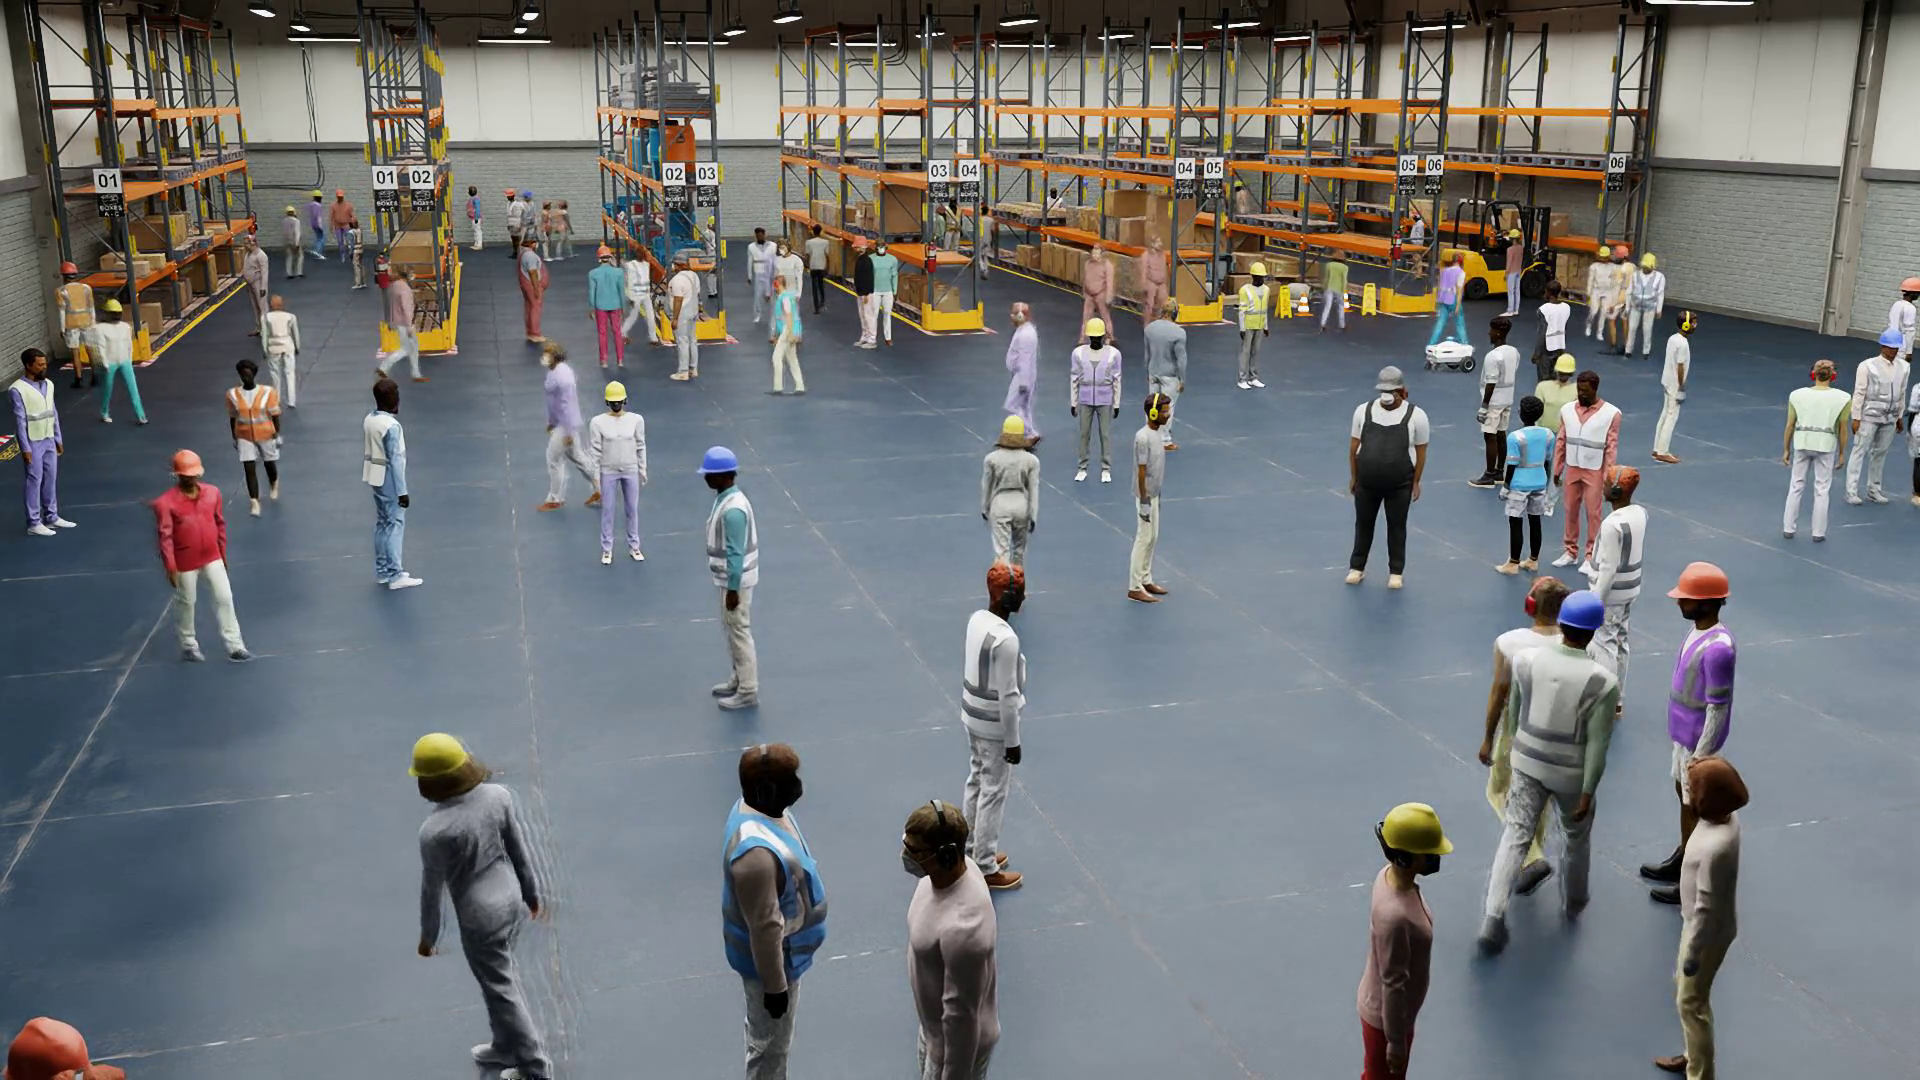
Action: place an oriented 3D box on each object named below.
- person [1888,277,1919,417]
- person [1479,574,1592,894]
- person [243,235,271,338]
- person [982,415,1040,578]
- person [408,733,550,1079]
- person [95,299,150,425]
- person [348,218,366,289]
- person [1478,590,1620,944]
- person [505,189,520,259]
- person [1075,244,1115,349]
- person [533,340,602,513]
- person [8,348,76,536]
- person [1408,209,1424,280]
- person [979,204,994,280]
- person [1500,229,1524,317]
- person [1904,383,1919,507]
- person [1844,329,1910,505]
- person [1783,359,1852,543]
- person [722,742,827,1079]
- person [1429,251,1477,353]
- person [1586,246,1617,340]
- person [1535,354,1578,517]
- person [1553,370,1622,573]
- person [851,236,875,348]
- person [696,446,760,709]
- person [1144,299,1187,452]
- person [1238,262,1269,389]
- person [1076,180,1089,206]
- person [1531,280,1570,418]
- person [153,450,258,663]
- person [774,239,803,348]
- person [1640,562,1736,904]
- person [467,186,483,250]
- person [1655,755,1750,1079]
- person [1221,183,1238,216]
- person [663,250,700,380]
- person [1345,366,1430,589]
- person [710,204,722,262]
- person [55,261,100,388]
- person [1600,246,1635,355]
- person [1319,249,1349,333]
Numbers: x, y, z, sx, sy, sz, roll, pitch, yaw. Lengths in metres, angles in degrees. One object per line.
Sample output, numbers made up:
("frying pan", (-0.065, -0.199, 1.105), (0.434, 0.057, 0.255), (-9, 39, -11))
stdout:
("person", (13.221, -2.709, 23.326), (0.356, 1.936, 0.551), (1, 15, 3))
("person", (3.193, 1.098, 9.215), (0.585, 1.826, 0.530), (-3, 15, -11))
("person", (-13.105, -4.716, 30.957), (0.639, 1.902, 0.406), (14, 20, 42))
("person", (0.443, -0.251, 14.539), (0.489, 1.697, 0.904), (-1, 15, -5))
("person", (-2.116, 1.654, 7.354), (0.587, 1.691, 0.512), (7, 16, 24))
("person", (-11.515, -2.425, 22.682), (0.941, 1.720, 0.527), (12, 19, 38))
("person", (-14.152, -6.716, 38.978), (0.306, 1.640, 0.523), (1, 15, 6))
("person", (3.109, 1.193, 8.742), (0.596, 1.904, 1.012), (11, 19, 36))
("person", (-12.394, -8.758, 46.120), (0.384, 1.929, 0.547), (-13, 20, -40))
("person", (2.457, -4.336, 29.632), (0.693, 1.860, 0.894), (13, 20, 41))
("person", (-4.189, -1.229, 17.855), (0.826, 1.892, 0.743), (-7, 16, -24))
("person", (-9.413, -1.005, 16.972), (0.388, 1.912, 0.589), (2, 15, 6))
("person", (11.181, -7.251, 40.807), (0.383, 1.739, 0.576), (1, 15, 2))
("person", (0.575, -7.282, 40.704), (0.555, 1.853, 0.398), (-4, 15, -15))
("person", (11.277, -5.446, 33.955), (0.523, 1.769, 0.324), (-12, 19, -38))
("person", (10.513, -1.154, 17.970), (0.537, 1.679, 0.423), (6, 16, 23))
("person", (10.037, -1.342, 18.165), (0.615, 1.945, 0.404), (-2, 15, -7))
("person", (8.558, -0.887, 16.675), (0.562, 1.836, 0.386), (10, 18, 33))
("person", (-0.761, 1.710, 6.882), (0.429, 1.845, 0.625), (-2, 15, -7))
("person", (8.545, -4.094, 28.822), (0.976, 1.797, 0.589), (-6, 16, -22))
("person", (11.828, -4.548, 30.655), (0.490, 1.726, 0.382), (0, 15, 1))
("person", (6.439, -1.174, 17.939), (0.527, 1.731, 0.812), (8, 17, 26))
("person", (5.885, -0.656, 15.672), (0.414, 1.906, 0.600), (-13, 19, -40))
("person", (-1.738, -4.419, 29.681), (0.413, 1.986, 0.626), (-6, 16, -21))
("person", (-1.680, 0.267, 12.139), (0.429, 1.937, 0.628), (-4, 15, -14))
("person", (2.583, -2.058, 20.910), (0.636, 1.928, 0.390), (14, 20, 43))
("person", (4.520, -3.291, 25.536), (0.586, 1.928, 0.380), (-10, 18, -33))
("person", (3.724, -9.961, 50.623), (0.416, 1.941, 0.607), (5, 16, 18))
("person", (8.201, -2.644, 23.122), (0.600, 1.917, 0.376), (-10, 18, -33))
("person", (-5.894, 0.156, 12.960), (0.808, 1.717, 0.588), (11, 18, 36))
("person", (-3.063, -4.396, 29.697), (0.626, 1.933, 0.373), (9, 17, 31))
("person", (4.016, 1.059, 9.154), (0.377, 1.932, 0.552), (3, 15, 12))
("person", (-14.318, -9.499, 49.067), (0.429, 1.843, 0.622), (-7, 17, -25))
("person", (3.258, 1.713, 7.299), (0.280, 1.624, 0.511), (7, 16, 25))
("person", (7.637, -9.122, 47.310), (0.607, 2.024, 0.610), (-7, 16, -25))
("person", (-4.431, -3.573, 26.382), (0.539, 2.000, 0.689), (5, 16, 18))
("person", (3.850, -0.567, 15.070), (0.683, 2.000, 0.536), (7, 16, 24))
("person", (-6.682, -8.537, 45.264), (0.370, 1.933, 0.551), (0, 15, 1))
("person", (-13.570, -3.303, 25.558), (0.355, 1.940, 0.546), (12, 19, 39))
("person", (11.442, -4.127, 28.787), (0.576, 1.902, 0.339), (-11, 18, -35))
("person", (7.118, -4.733, 31.599), (0.506, 1.599, 0.821), (12, 19, 38))
